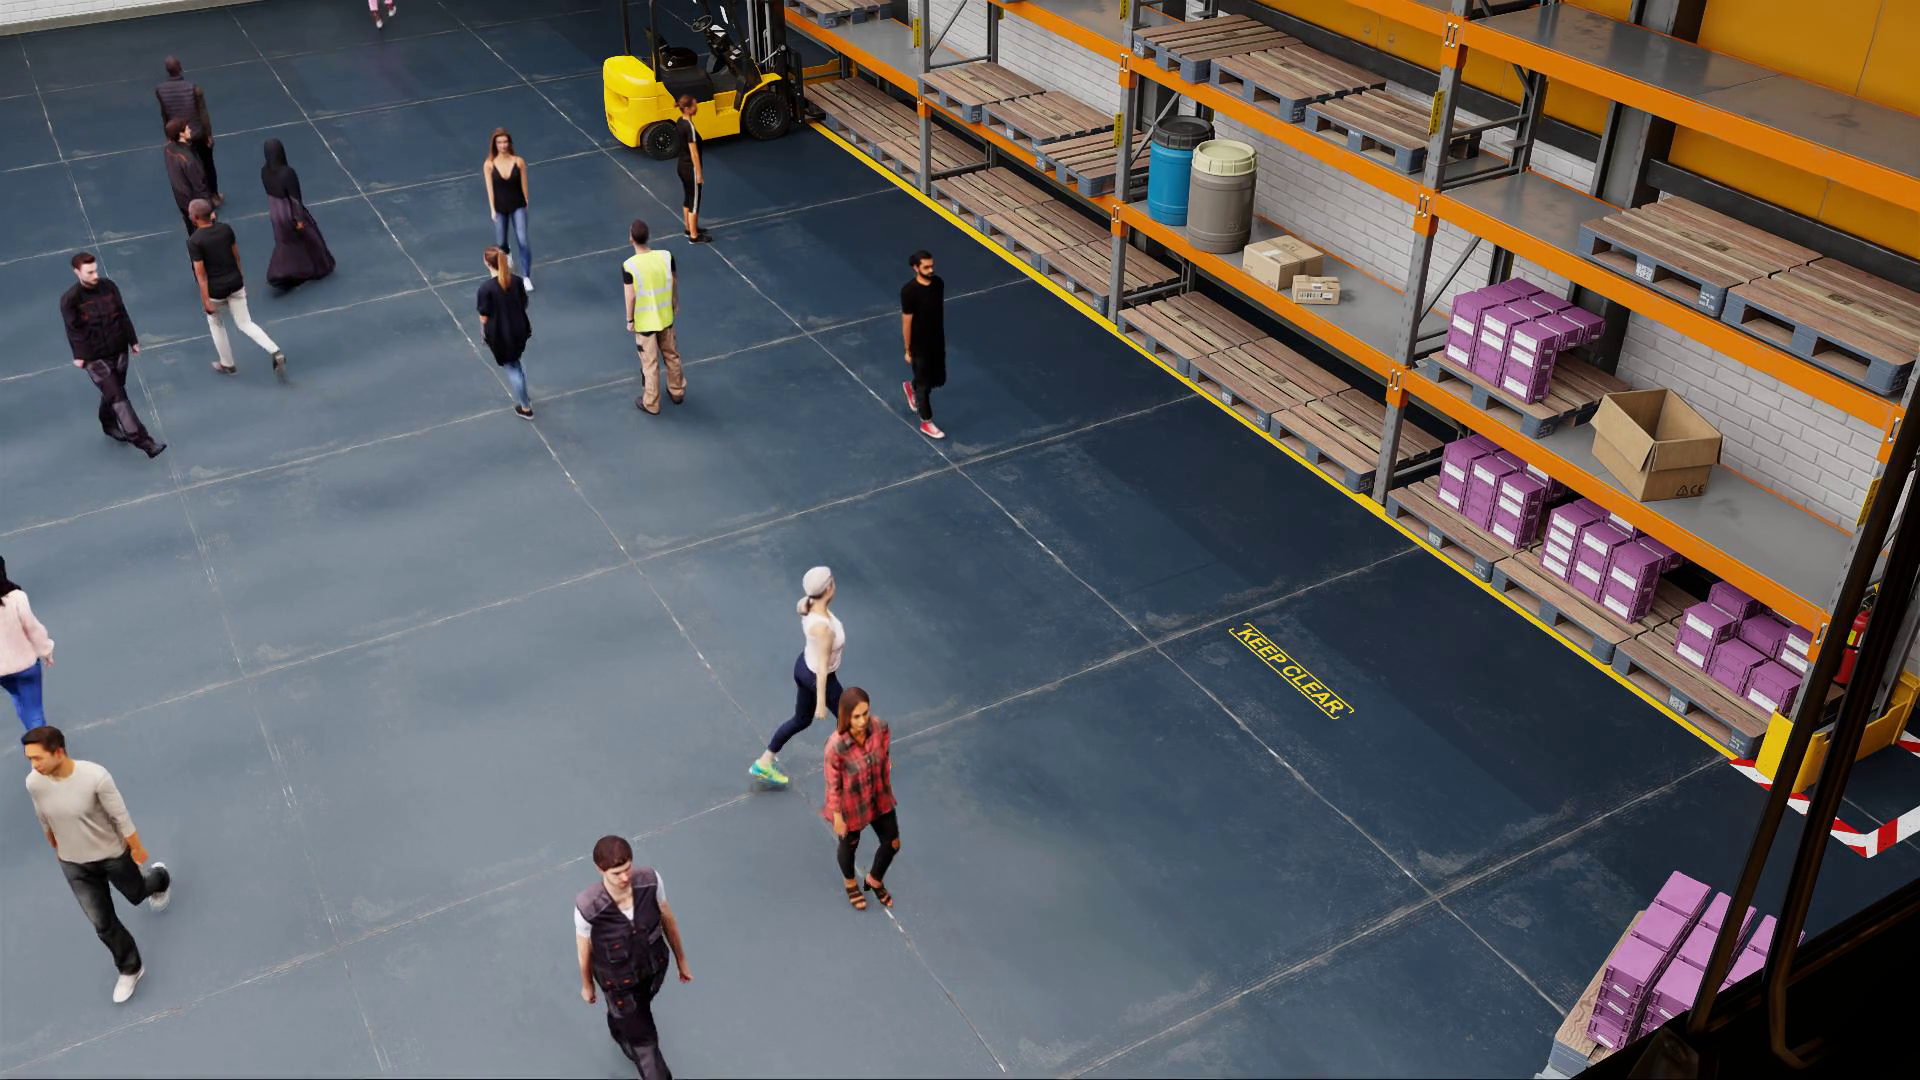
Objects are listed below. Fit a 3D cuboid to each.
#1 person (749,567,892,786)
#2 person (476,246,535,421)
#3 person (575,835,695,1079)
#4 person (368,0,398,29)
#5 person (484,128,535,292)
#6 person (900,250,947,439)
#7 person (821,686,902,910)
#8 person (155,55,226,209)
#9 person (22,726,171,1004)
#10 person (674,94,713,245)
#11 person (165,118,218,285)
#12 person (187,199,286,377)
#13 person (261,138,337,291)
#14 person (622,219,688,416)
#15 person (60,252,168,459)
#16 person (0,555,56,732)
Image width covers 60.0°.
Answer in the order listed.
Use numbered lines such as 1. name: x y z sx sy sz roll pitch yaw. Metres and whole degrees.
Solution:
1. person: -1.015 0.940 10.776 0.923 1.655 1.183 -7 34 -10
2. person: -3.998 -1.823 14.919 0.710 1.672 0.778 -28 42 -35
3. person: -1.765 2.210 8.735 0.828 1.801 1.222 -25 41 -33
4. person: -8.891 -8.604 25.085 0.836 1.711 1.103 -5 34 -7
5. person: -4.725 -3.492 17.400 0.714 1.705 0.976 -10 35 -14
6. person: -0.359 -1.765 14.766 0.733 1.744 0.942 -26 42 -34
7. person: -0.640 1.507 9.892 0.650 1.691 0.639 -21 39 -28
8. person: -8.765 -4.544 18.888 1.002 1.810 1.225 -3 34 -4
9. person: -4.892 1.717 9.502 0.964 1.773 1.208 -3 34 -5
10. person: -2.984 -4.102 18.351 0.661 1.668 0.479 -14 36 -20
11. person: -7.935 -3.459 17.232 0.627 1.836 0.833 27 42 34
12. person: -6.814 -2.306 15.549 1.211 1.780 1.026 17 37 23
13. person: -7.063 -3.367 17.317 1.065 1.588 1.061 12 36 18
14. person: -2.792 -2.024 15.065 0.748 1.844 0.750 -25 41 -33
15. person: -7.475 -1.613 14.448 1.320 1.843 1.123 17 37 23
16. person: -6.160 0.884 10.782 0.804 1.743 0.910 -6 34 -9
